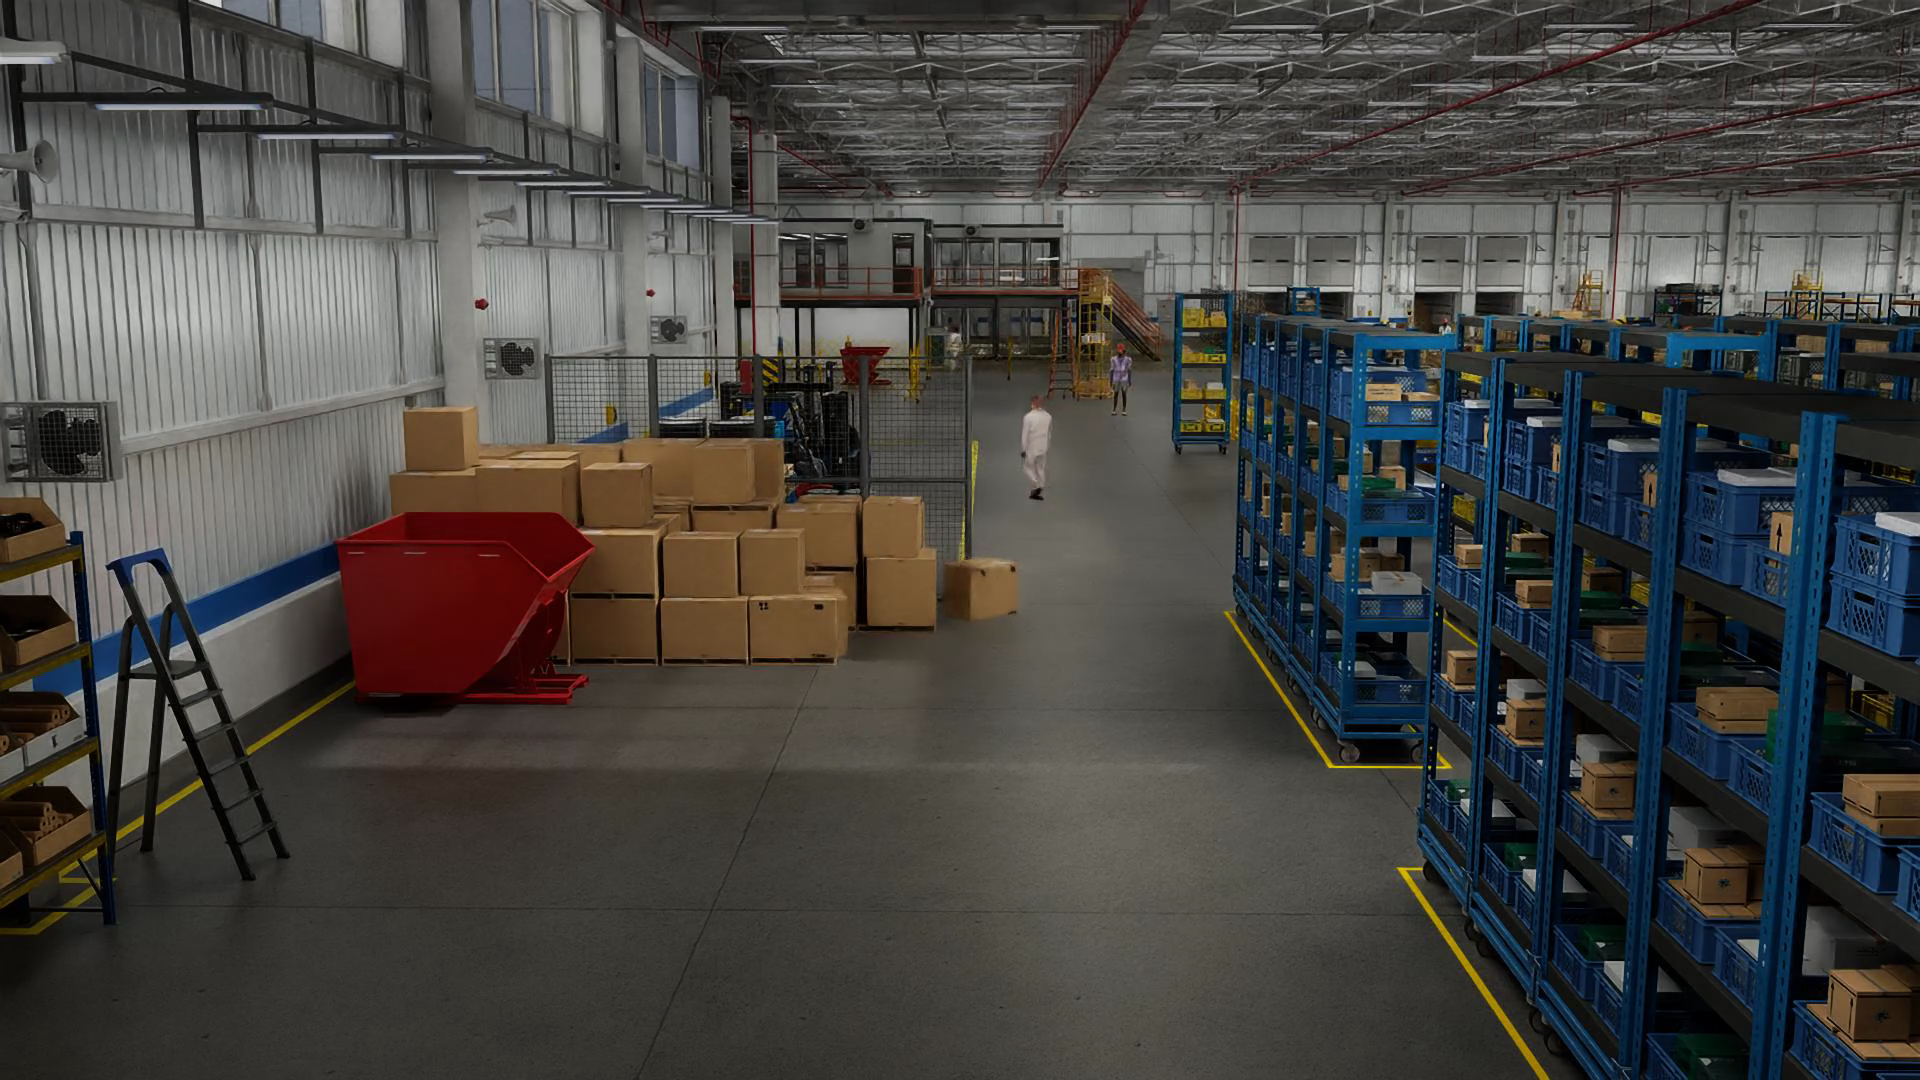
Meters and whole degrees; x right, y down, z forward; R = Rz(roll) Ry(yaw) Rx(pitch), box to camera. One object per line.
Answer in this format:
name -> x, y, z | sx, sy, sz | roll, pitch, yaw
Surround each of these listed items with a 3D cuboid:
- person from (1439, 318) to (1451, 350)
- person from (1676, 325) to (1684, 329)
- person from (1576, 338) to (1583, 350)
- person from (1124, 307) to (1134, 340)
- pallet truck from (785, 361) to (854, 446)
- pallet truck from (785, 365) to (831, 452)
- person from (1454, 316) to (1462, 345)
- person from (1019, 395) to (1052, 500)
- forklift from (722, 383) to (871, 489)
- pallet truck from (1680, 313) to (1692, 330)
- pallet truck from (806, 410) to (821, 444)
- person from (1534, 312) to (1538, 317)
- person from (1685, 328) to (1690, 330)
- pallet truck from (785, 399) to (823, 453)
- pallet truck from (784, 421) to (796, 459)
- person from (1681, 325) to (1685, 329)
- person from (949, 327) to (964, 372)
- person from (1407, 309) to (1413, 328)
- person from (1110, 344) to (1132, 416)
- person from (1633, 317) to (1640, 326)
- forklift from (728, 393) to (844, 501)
person -> 22.062, -9.120, 75.721 | 0.547, 1.937, 0.379 | 5, 10, 26
person -> 37.458, -10.727, 86.400 | 0.460, 1.677, 0.557 | -4, 10, -22
person -> 24.808, -7.807, 67.302 | 0.683, 2.000, 0.538 | 2, 9, 12
person -> 9.954, -12.746, 98.050 | 0.602, 1.950, 0.382 | -4, 10, -22
pallet truck -> -3.410, -3.193, 38.978 | 1.885, 1.965, 0.823 | 0, 9, -1
pallet truck -> -3.774, -2.976, 37.635 | 1.885, 1.965, 0.823 | 1, 9, 5
person -> 24.373, -10.054, 81.520 | 0.574, 1.919, 0.649 | 6, 11, 33
person -> 1.337, -1.646, 29.765 | 0.668, 1.889, 0.422 | -7, 12, -38
forklift -> -2.893, -1.687, 28.729 | 2.680, 1.987, 1.157 | 0, 9, -1
pallet truck -> 36.315, -10.531, 84.244 | 0.823, 1.965, 1.885 | -6, 11, -33
pallet truck -> -3.559, -2.018, 33.905 | 1.522, 1.261, 0.704 | 0, 9, -1
person -> 31.173, -11.404, 90.111 | 0.635, 1.841, 0.429 | -1, 9, -8
person -> 26.664, -6.789, 61.161 | 0.381, 1.996, 0.608 | -4, 10, -24
pallet truck -> -3.814, -2.432, 36.419 | 1.630, 1.274, 0.653 | 0, 9, 1
pallet truck -> -4.013, -1.793, 32.705 | 1.601, 1.201, 0.680 | 0, 9, 1
person -> 29.115, -7.724, 67.250 | 1.006, 1.884, 0.568 | 0, 9, 2
person -> -0.104, -7.762, 67.679 | 0.614, 1.821, 1.013 | 7, 12, 37
person -> 25.599, -12.179, 94.662 | 0.398, 1.918, 0.587 | 6, 11, 31
person -> 4.555, -4.541, 47.151 | 0.611, 2.042, 0.394 | 2, 9, 12
person -> 31.723, -9.496, 78.070 | 0.587, 1.928, 0.382 | 1, 9, 4
forklift -> -2.979, -1.316, 26.476 | 2.680, 1.987, 1.157 | 0, 9, 1
